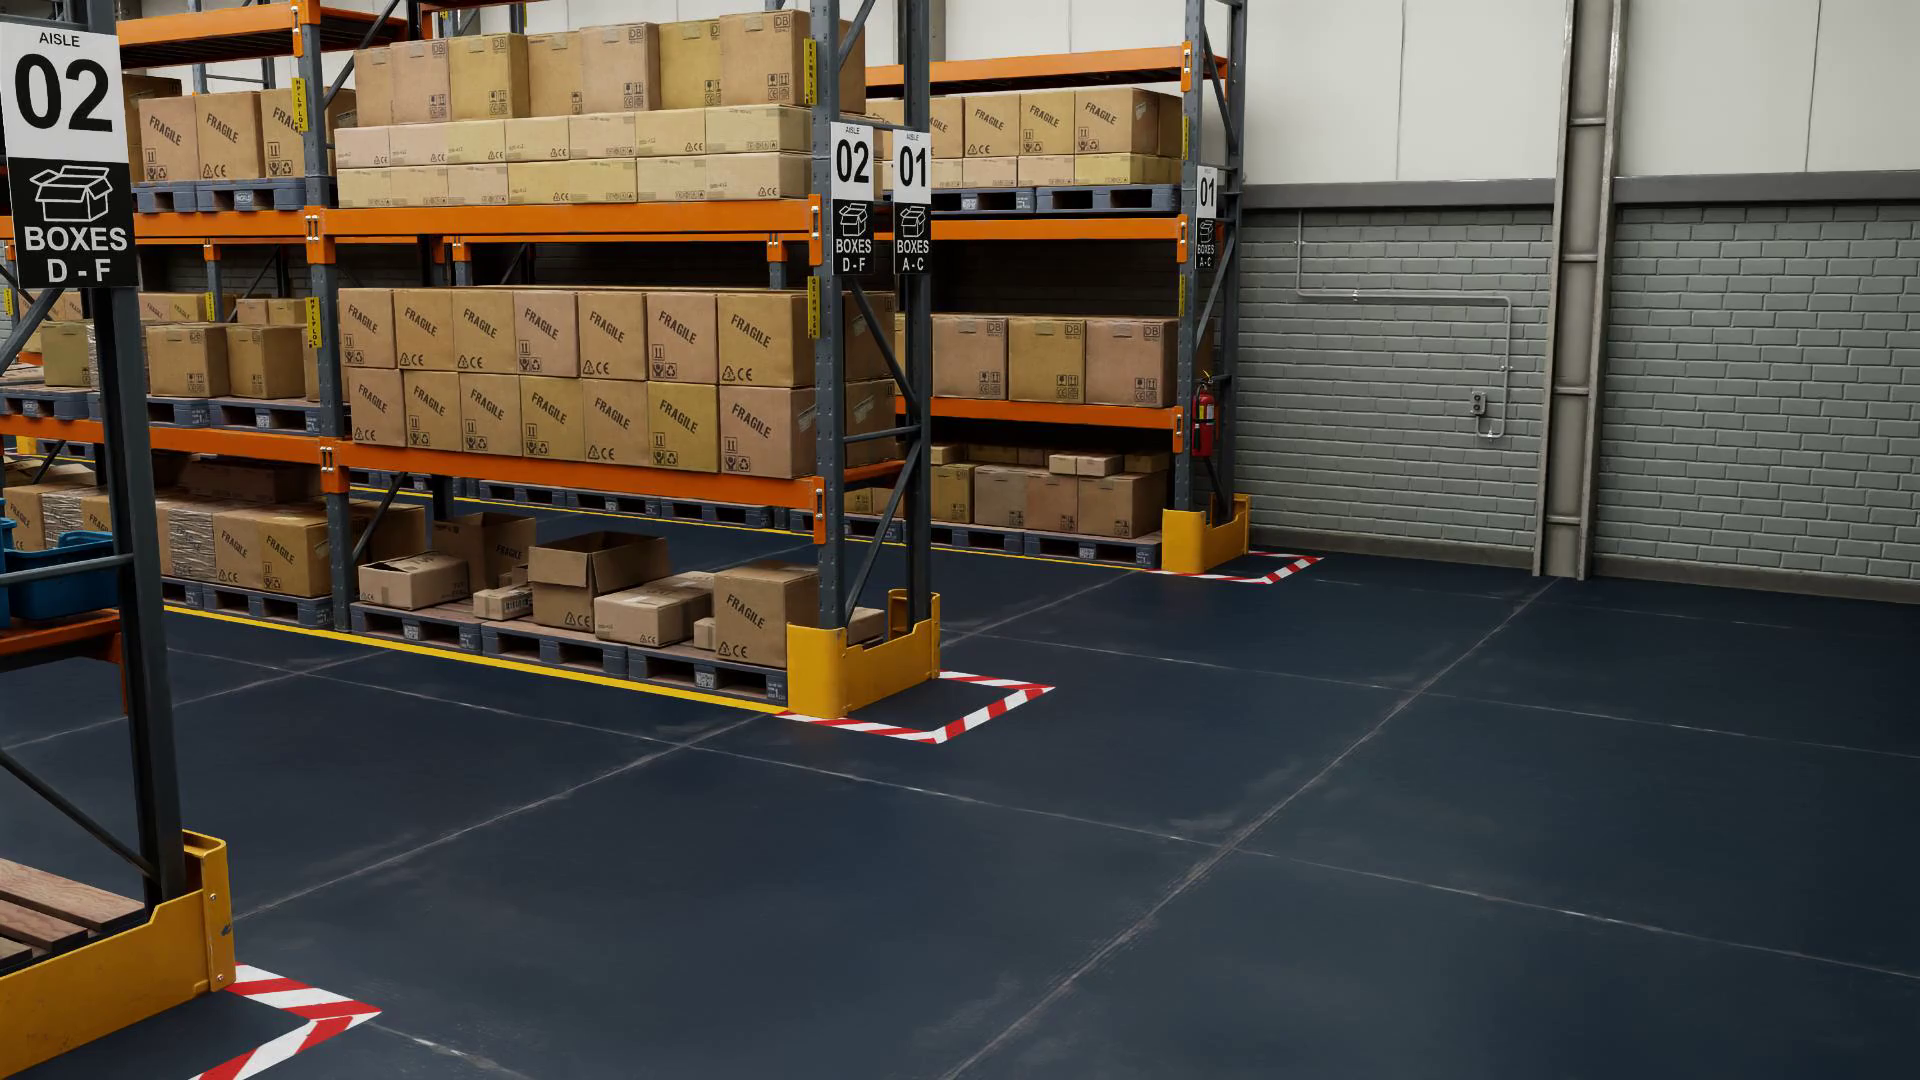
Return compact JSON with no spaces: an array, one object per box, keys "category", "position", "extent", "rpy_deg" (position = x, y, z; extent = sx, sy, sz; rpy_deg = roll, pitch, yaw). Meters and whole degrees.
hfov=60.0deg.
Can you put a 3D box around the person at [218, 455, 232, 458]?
[{"category":"person","position":[-6.057,-0.816,14.220],"extent":[0.548,1.865,0.593],"rpy_deg":[4,11,25]}]
